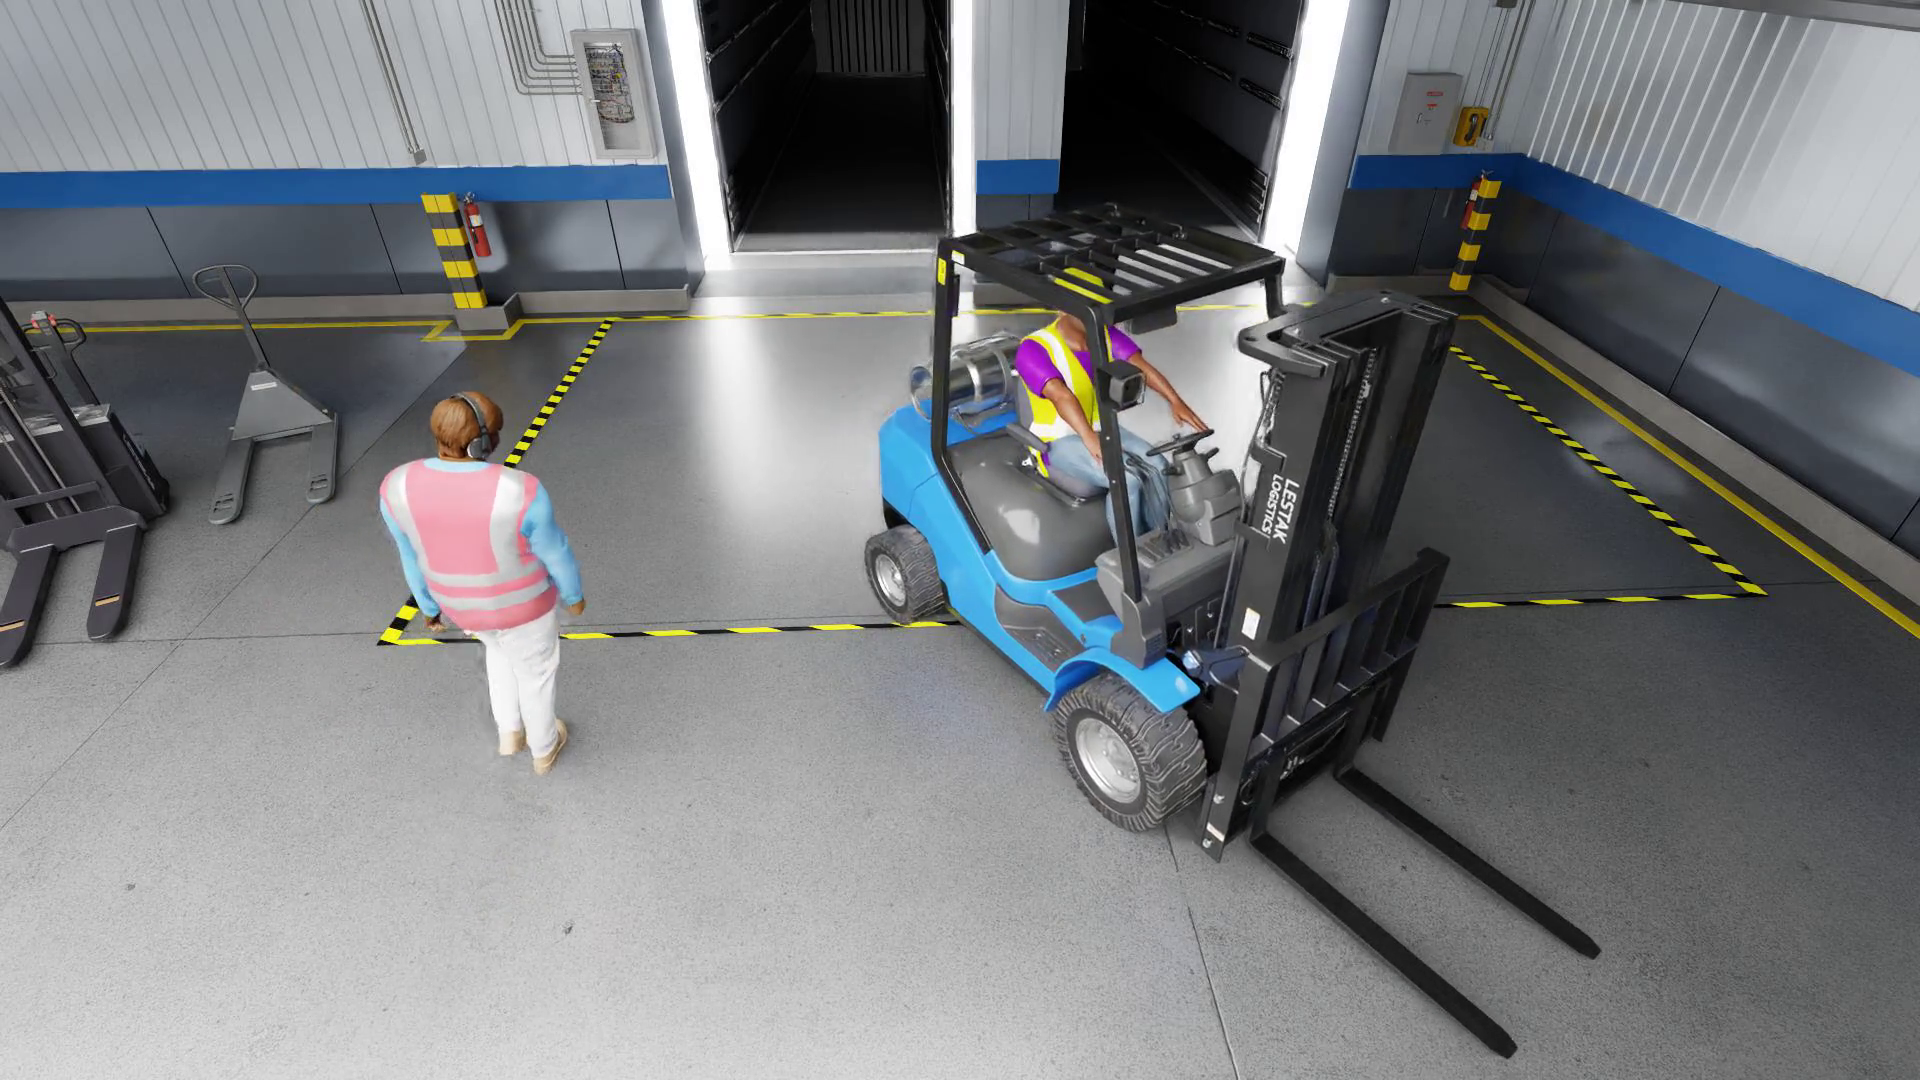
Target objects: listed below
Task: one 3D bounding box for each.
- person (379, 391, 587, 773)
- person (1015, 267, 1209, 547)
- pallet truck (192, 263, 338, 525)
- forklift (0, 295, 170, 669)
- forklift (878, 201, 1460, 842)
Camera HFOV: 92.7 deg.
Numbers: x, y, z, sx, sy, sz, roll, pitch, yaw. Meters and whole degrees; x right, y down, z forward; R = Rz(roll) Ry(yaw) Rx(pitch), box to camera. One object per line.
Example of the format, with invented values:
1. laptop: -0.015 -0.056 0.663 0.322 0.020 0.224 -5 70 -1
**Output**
1. person: -1.881 0.241 3.799 0.645 1.819 0.452 0 35 -1
2. person: 0.692 -0.470 4.026 0.635 1.294 1.004 -22 41 -29
3. pallet truck: -4.778 -1.027 6.128 0.680 1.201 1.601 -17 38 -23
4. forklift: -5.212 -0.618 4.878 0.823 1.965 1.885 -20 39 -26
5. forklift: 0.663 -0.346 4.176 1.157 2.036 2.680 -22 41 -29
